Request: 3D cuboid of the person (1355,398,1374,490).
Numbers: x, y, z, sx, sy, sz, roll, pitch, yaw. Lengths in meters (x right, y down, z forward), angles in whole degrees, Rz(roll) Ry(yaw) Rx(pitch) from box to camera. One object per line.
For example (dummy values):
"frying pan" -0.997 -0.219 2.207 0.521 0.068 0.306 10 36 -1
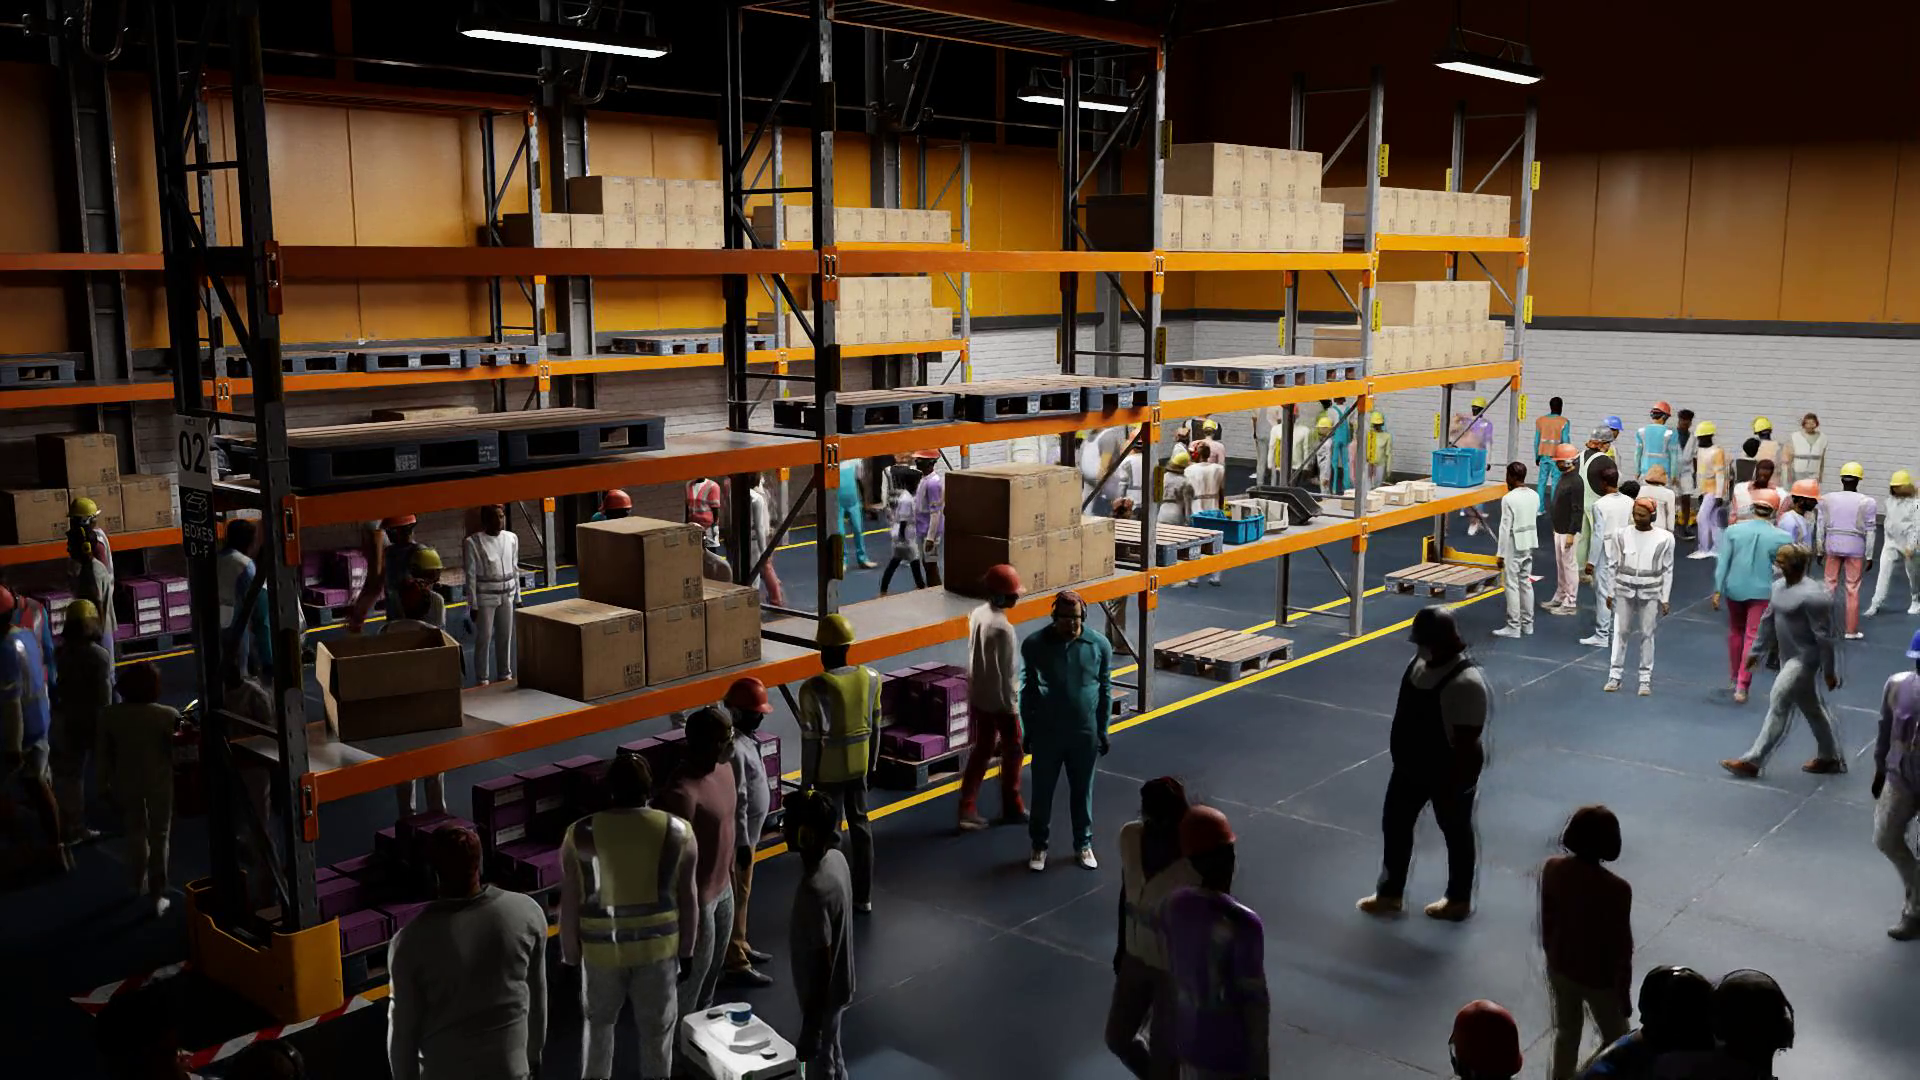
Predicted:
"person" 7.174 -1.698 29.392 0.550 1.714 0.591 6 11 32

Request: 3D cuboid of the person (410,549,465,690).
"person" -4.262 0.939 13.530 0.538 1.753 0.512 7 12 38

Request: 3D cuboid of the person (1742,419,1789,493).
"person" 11.229 -0.749 23.252 0.607 1.868 0.993 4 10 24

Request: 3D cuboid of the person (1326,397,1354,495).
"person" 6.616 -1.700 29.030 0.506 1.841 0.342 -2 10 -9

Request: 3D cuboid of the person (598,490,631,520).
"person" -3.201 0.486 15.692 0.362 1.935 0.553 -3 10 -17

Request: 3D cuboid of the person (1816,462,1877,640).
"person" 9.544 0.118 17.936 0.585 1.921 0.373 8 12 40

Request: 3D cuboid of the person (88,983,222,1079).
"person" -2.425 2.270 5.197 0.608 1.916 0.949 0 10 3

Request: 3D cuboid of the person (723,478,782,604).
"person" -2.486 -0.143 19.351 0.691 1.966 0.627 4 10 22

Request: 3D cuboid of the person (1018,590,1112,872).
"person" 0.707 1.268 11.126 0.640 1.905 0.410 -1 10 -4

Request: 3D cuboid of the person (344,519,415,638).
"person" -6.092 0.111 17.621 1.025 2.000 0.693 -3 10 -19

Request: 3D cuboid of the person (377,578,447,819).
"person" -3.770 1.195 11.622 0.572 1.883 0.356 4 10 22

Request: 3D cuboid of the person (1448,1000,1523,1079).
"person" 1.656 2.309 5.353 0.564 1.751 0.330 -1 10 -7

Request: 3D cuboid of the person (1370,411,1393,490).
"person" 6.489 -1.154 26.029 0.538 1.741 0.437 2 10 9

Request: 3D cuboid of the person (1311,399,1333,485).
"person" 6.641 -1.828 30.278 0.498 1.682 0.543 3 10 17

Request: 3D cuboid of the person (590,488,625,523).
"person" -3.511 0.362 16.705 0.374 1.843 0.568 -9 13 -42

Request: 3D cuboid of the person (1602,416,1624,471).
"person" 8.955 -0.750 23.048 0.390 1.945 0.603 0 10 2

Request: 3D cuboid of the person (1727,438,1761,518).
"person" 10.772 -0.563 22.728 0.545 1.674 0.674 9 13 43

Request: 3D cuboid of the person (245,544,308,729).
"person" -5.485 0.916 13.411 0.429 1.841 0.633 -1 10 -4

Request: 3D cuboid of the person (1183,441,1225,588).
"person" 3.037 -0.312 20.774 0.571 1.835 0.382 -2 10 -14

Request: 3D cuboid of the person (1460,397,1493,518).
"person" 8.195 -1.311 26.487 0.589 1.914 0.398 9 13 42

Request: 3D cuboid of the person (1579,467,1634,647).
"person" 6.865 0.179 17.600 0.587 1.913 0.391 -6 11 -34

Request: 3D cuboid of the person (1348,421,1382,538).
"person" 5.957 -0.898 24.524 0.562 1.742 0.420 -8 12 -38

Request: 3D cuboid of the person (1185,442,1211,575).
"person" 3.052 -0.410 21.621 0.564 1.739 0.352 9 13 42

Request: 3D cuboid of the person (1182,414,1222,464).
"person" 3.668 -1.164 25.288 0.618 2.028 0.410 3 10 15

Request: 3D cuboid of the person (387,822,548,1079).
"person" -1.940 2.038 6.537 0.659 1.904 0.400 -7 12 -37

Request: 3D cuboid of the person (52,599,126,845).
"person" -6.091 1.253 11.784 0.493 1.711 0.775 3 10 15

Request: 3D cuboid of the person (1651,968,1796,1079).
"person" 2.380 2.267 5.139 0.432 1.908 0.683 -6 11 -30

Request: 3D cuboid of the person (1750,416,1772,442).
"person" 12.103 -1.005 25.199 0.324 1.737 0.485 7 12 37

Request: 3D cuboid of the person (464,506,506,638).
"person" -5.111 0.209 17.902 0.537 1.749 0.450 4 10 21

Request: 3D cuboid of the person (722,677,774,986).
"person" -1.212 1.629 9.428 0.339 1.746 0.562 0 10 -3

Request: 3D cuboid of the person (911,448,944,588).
"person" -0.375 -0.105 18.894 0.368 2.048 0.608 -2 10 -11

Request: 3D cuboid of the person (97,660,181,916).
"person" -5.088 1.522 10.489 0.532 1.602 0.616 0 10 -2

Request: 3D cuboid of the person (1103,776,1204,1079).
"person" 0.909 1.916 7.489 0.439 1.816 0.611 -8 13 -41

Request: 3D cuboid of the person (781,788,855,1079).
"person" -0.604 1.962 7.084 0.309 1.868 0.535 1 10 4

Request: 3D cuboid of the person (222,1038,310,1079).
"person" -1.904 2.325 4.732 0.655 1.922 0.419 1 10 8

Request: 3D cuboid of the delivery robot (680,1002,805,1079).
"delivery robot" -1.037 2.437 7.882 0.477 0.478 0.707 -7 12 -36

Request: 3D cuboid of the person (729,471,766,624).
"person" -2.331 0.078 18.326 0.364 1.877 0.582 -8 13 -40

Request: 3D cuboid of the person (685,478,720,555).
"person" -3.165 -0.182 20.419 0.537 1.694 0.320 6 11 30

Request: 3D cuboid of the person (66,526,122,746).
"person" -7.309 0.800 14.068 0.328 1.861 0.507 -6 11 -32

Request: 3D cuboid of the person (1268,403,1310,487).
"person" 4.995 -1.131 25.253 0.627 1.969 0.760 3 10 19

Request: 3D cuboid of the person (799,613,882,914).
"person" -0.748 1.401 10.251 0.587 1.930 0.362 -8 12 -40

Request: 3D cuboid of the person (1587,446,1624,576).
"person" 8.269 -0.366 21.386 0.487 1.742 0.316 9 13 42

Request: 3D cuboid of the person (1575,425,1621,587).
"person" 8.029 -0.436 20.887 0.538 2.000 0.689 -3 10 -15
